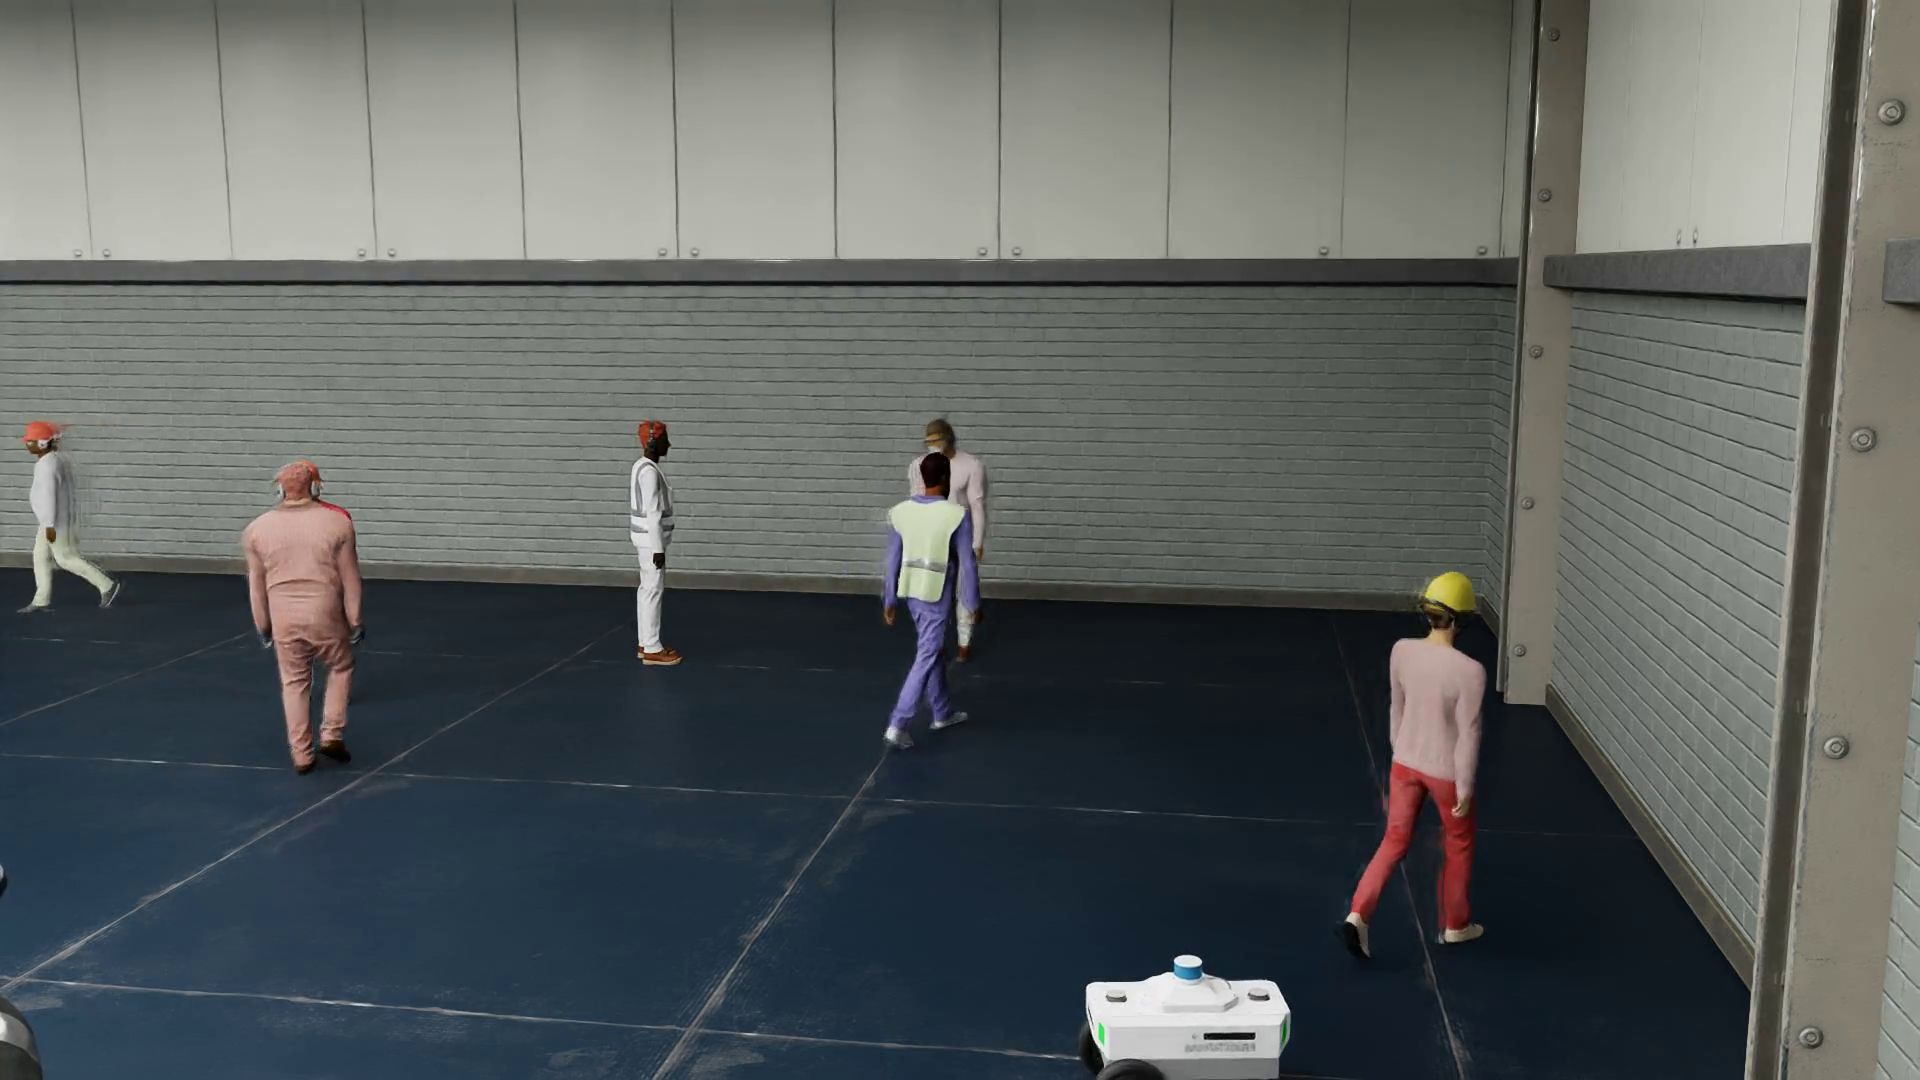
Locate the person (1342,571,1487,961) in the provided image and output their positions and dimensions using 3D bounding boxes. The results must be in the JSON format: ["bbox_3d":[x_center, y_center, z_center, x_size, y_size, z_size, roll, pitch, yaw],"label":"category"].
[{"bbox_3d":[2.031,0.995,7.296,0.810,1.734,0.526,-7,12,-38],"label":"person"}]

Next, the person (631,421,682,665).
[{"bbox_3d":[-2.367,0.019,12.862,0.341,1.882,0.587,-3,10,-17],"label":"person"}]

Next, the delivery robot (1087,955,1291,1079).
[{"bbox_3d":[0.822,1.746,6.007,0.707,0.478,0.477,0,9,-2],"label":"delivery robot"}]

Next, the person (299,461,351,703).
[{"bbox_3d":[-4.460,0.320,11.442,0.570,1.743,0.352,0,9,-2],"label":"person"}]

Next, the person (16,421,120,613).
[{"bbox_3d":[-7.964,-0.204,14.752,0.781,1.727,0.567,-5,10,-27],"label":"person"}]

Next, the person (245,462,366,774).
[{"bbox_3d":[-3.943,0.468,10.079,0.671,1.884,0.452,-1,9,-7],"label":"person"}]

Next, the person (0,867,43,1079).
[{"bbox_3d":[-1.945,1.505,3.198,0.607,2.048,0.369,8,12,39],"label":"person"}]

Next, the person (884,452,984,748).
[{"bbox_3d":[-0.223,0.378,10.709,0.616,1.878,0.948,7,12,37],"label":"person"}]

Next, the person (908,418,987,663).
[{"bbox_3d":[-0.110,0.027,12.706,0.644,1.911,0.707,2,9,12],"label":"person"}]
